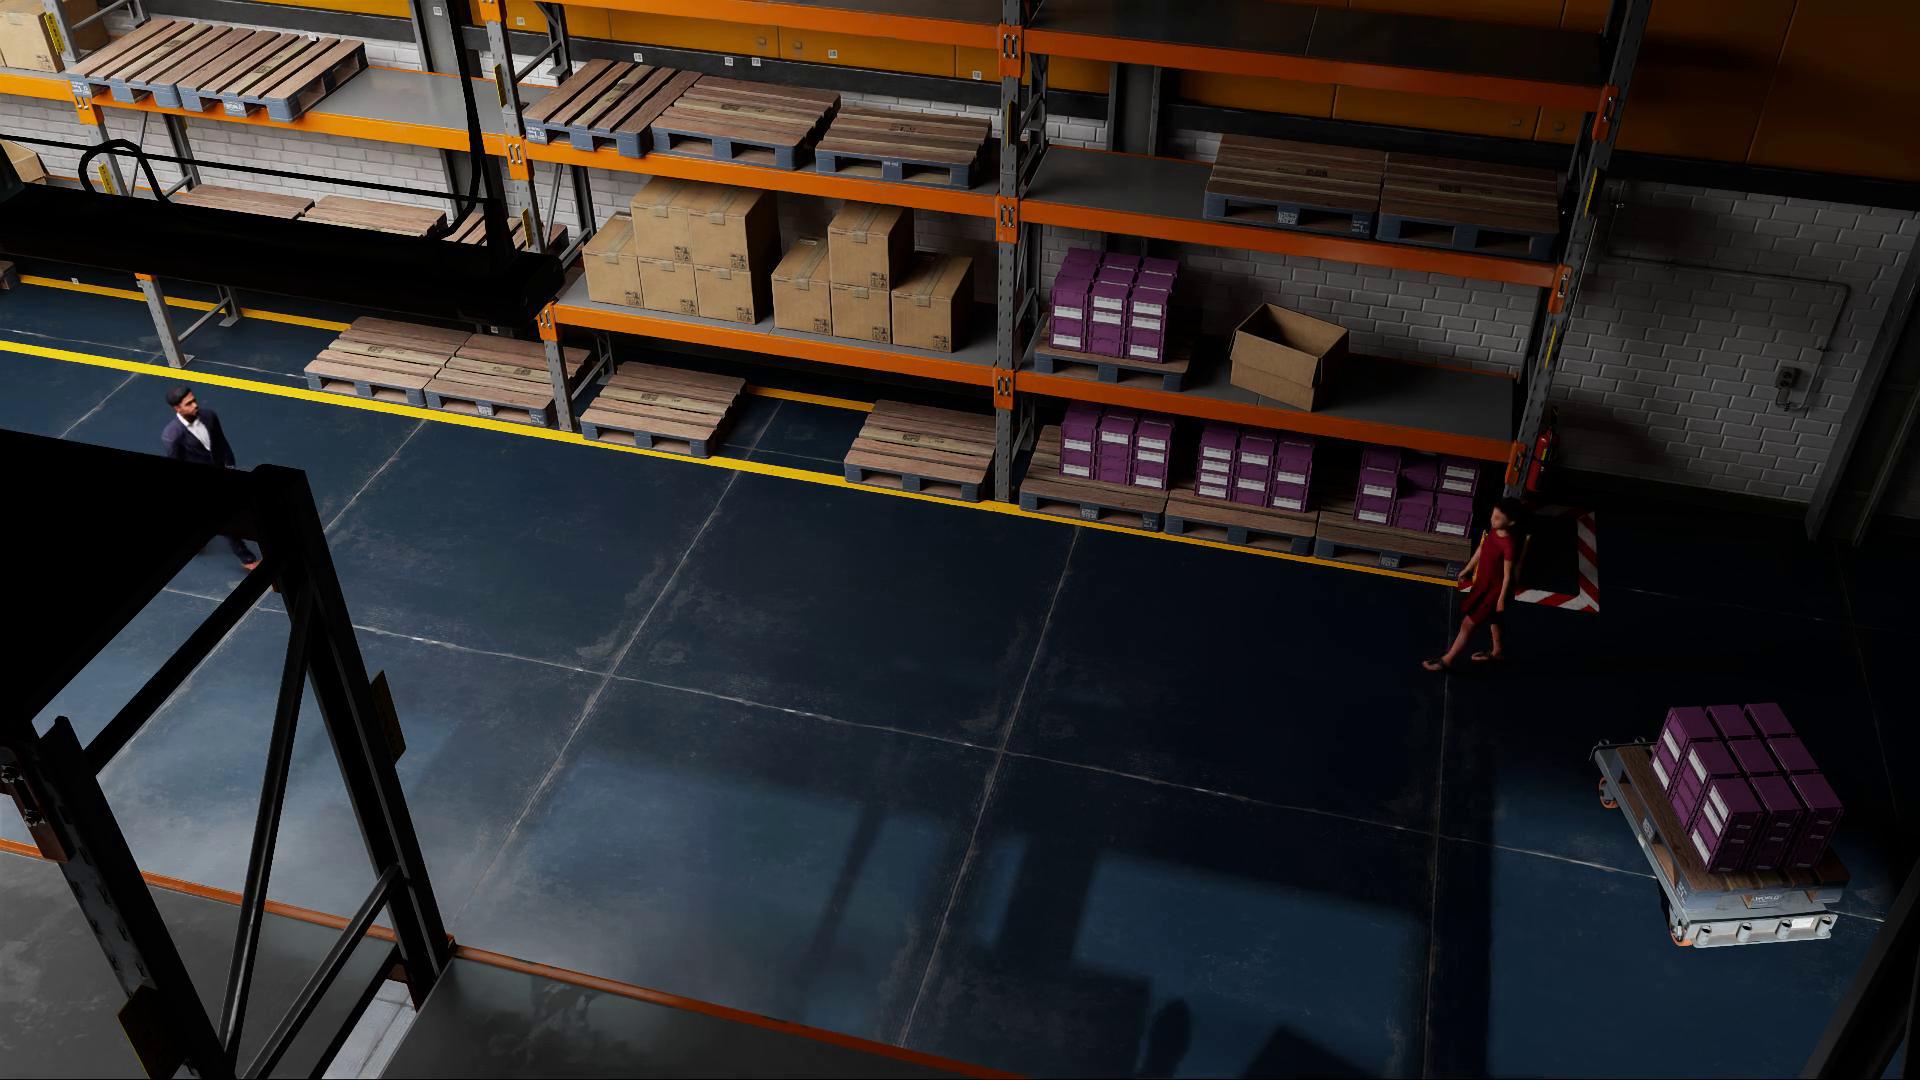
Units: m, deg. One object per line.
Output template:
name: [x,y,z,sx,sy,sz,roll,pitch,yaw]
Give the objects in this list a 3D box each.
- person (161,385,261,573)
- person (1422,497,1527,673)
person: [-5.865,-0.475,12.832,1.099,1.701,0.751,16,41,19]
person: [3.919,0.318,11.980,0.953,1.526,0.709,0,39,0]
